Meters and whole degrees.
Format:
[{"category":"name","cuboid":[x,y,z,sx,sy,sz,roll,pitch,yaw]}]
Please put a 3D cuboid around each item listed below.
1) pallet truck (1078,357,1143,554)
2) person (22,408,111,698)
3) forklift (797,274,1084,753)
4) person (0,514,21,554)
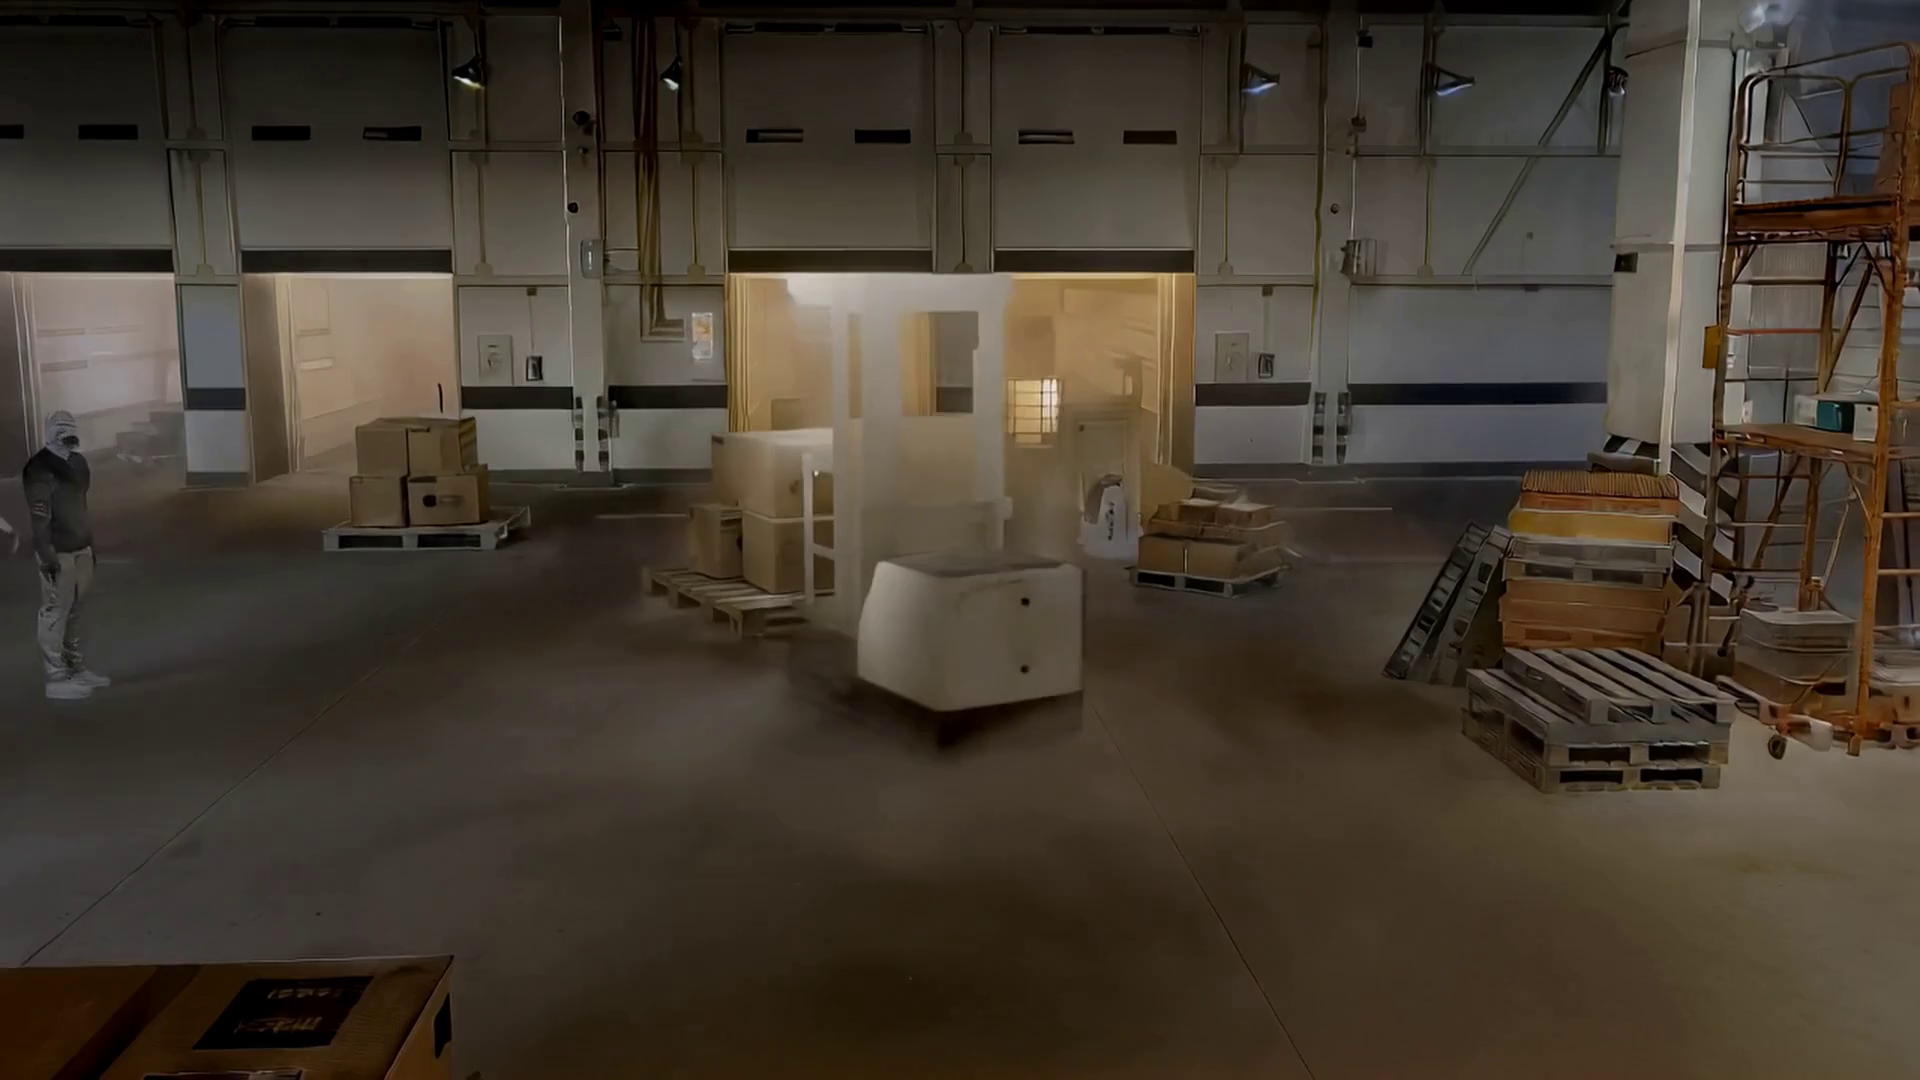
[{"category":"pallet truck","cuboid":[2.088,-0.836,16.757,1.885,1.965,0.823,2,9,13]},{"category":"person","cuboid":[-6.015,0.082,11.189,0.372,1.936,0.629,0,9,-1]},{"category":"forklift","cuboid":[-0.138,-0.263,10.396,1.129,2.768,1.873,-5,10,-30]},{"category":"person","cuboid":[-9.623,-0.613,16.354,0.492,1.684,0.537,2,9,11]}]
